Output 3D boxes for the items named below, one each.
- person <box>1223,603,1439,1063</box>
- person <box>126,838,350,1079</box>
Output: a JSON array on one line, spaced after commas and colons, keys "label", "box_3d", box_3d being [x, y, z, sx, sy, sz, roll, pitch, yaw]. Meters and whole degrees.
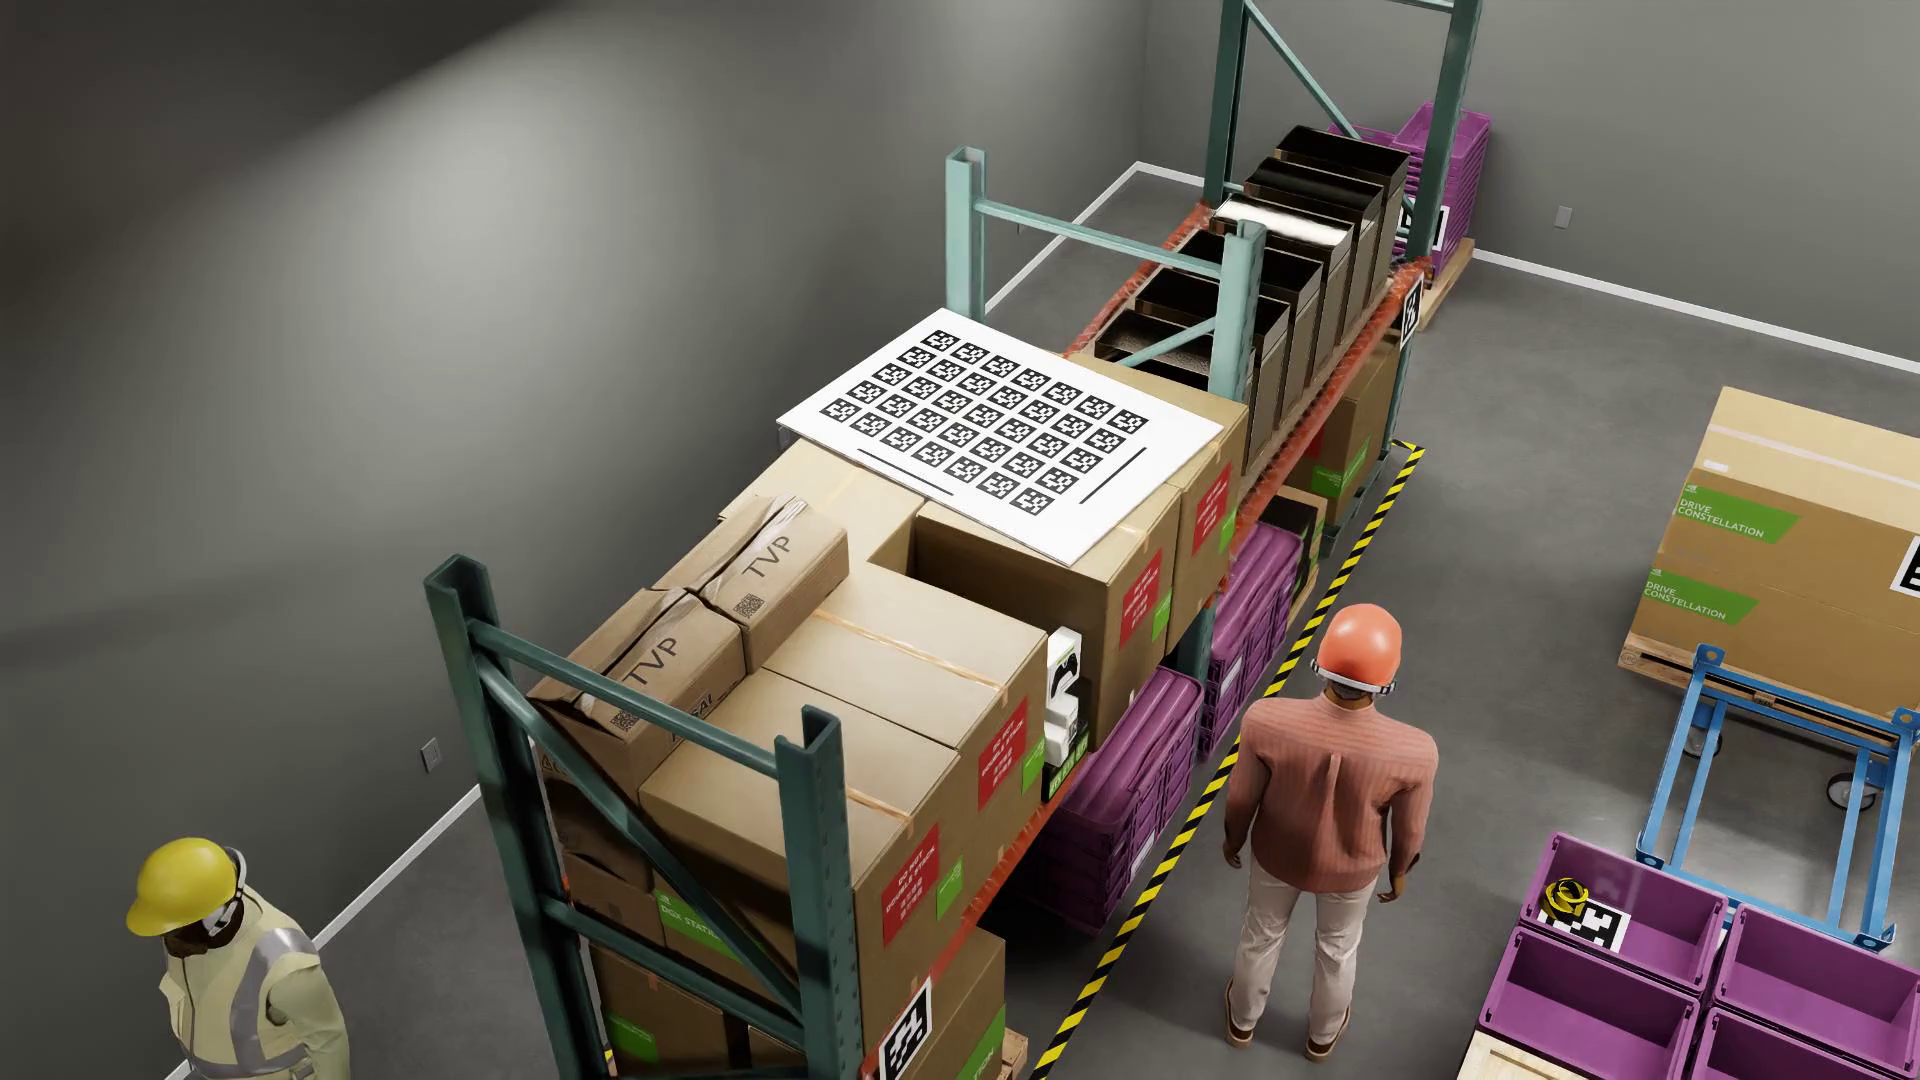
[{"label": "person", "box_3d": [1.158, 0.986, 5.377, 0.622, 1.993, 0.384, 10, 41, 12]}, {"label": "person", "box_3d": [-2.029, 1.501, 4.889, 0.601, 1.830, 0.404, 24, 46, 26]}]
